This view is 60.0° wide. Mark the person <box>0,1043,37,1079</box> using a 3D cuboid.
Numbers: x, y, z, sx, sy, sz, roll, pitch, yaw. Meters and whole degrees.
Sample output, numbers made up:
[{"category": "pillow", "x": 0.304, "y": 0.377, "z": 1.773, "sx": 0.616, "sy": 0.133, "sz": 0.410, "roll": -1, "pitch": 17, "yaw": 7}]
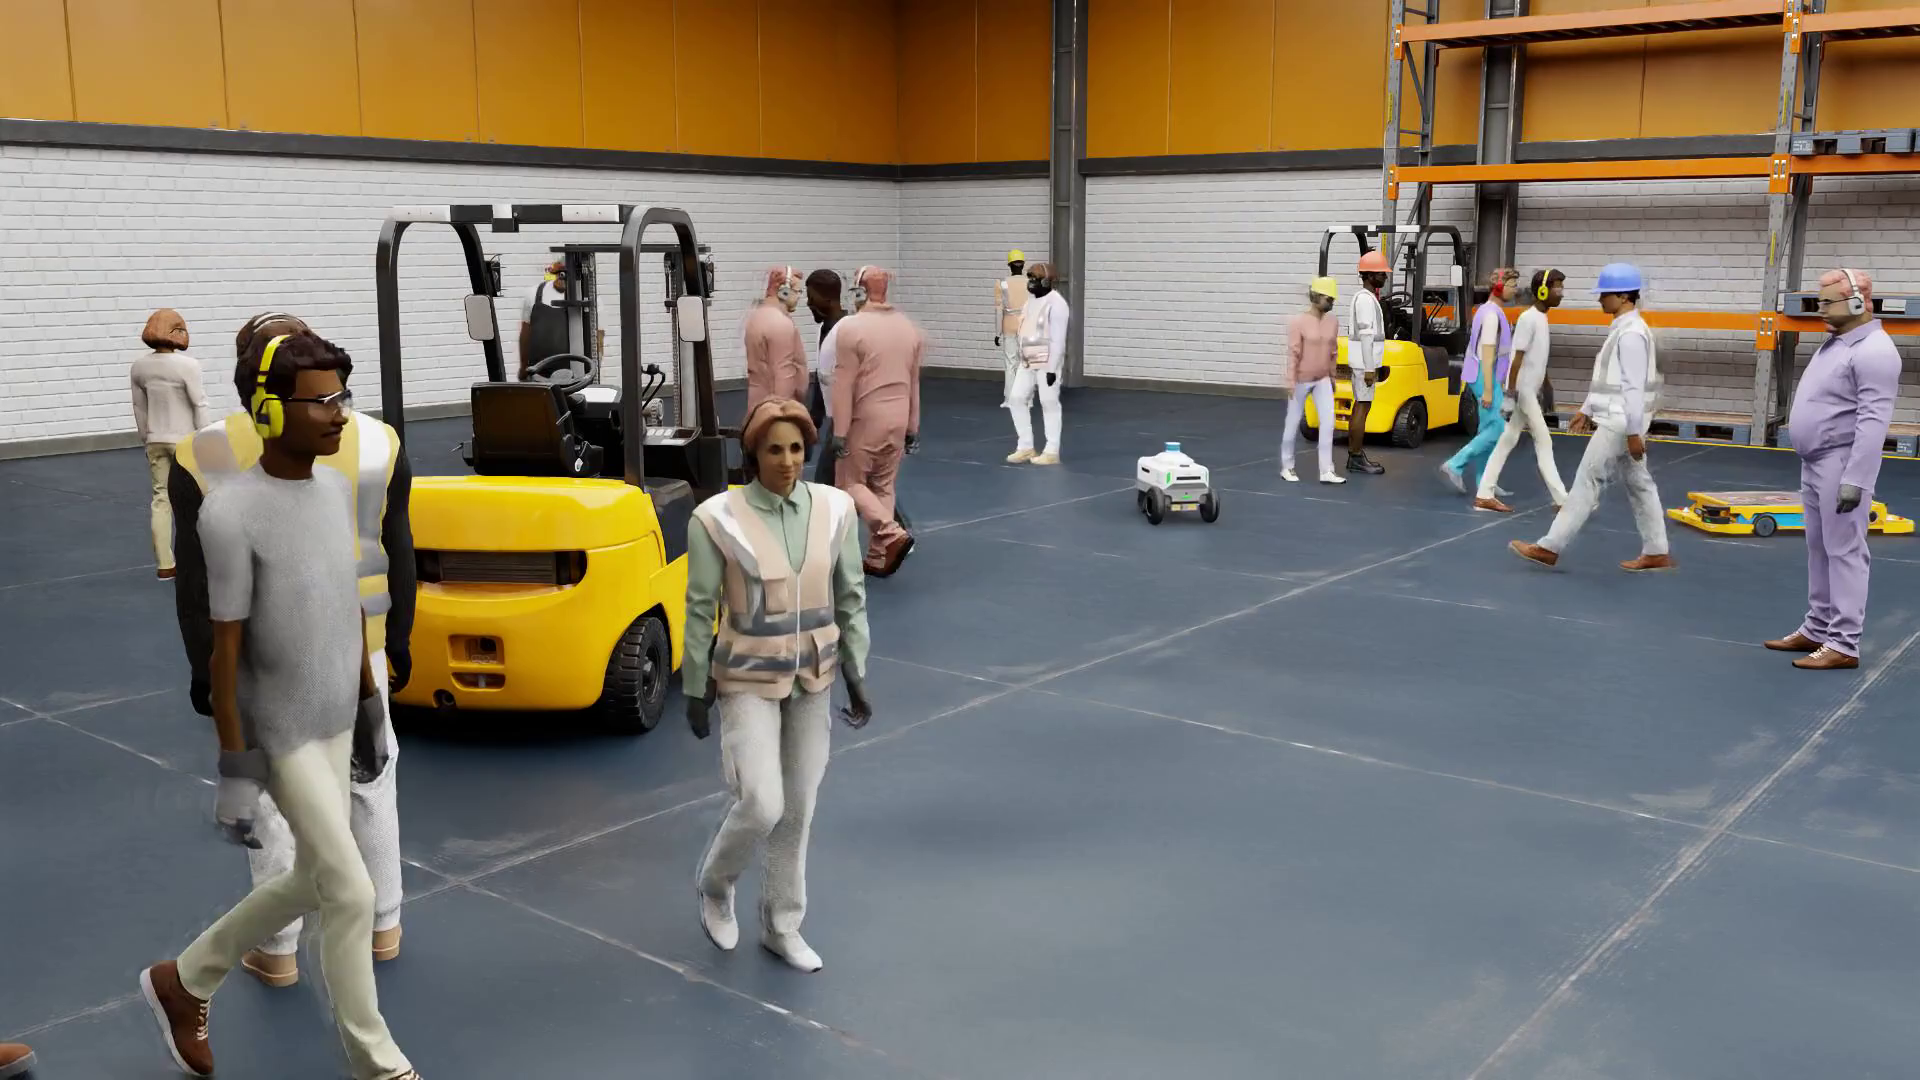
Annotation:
[{"category": "person", "x": -2.629, "y": 0.416, "z": 3.825, "sx": 0.681, "sy": 1.894, "sz": 0.643, "roll": 2, "pitch": 11, "yaw": 13}]

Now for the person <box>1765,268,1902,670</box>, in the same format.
[{"category": "person", "x": 4.163, "y": -0.334, "z": 7.941, "sx": 0.406, "sy": 1.903, "sz": 0.638, "roll": 2, "pitch": 10, "yaw": 9}]

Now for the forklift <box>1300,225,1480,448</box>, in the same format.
[{"category": "forklift", "x": 4.449, "y": -2.115, "z": 16.993, "sx": 1.214, "sy": 2.155, "sz": 2.313, "roll": 8, "pitch": 13, "yaw": 38}]

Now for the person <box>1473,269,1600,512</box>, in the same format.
[{"category": "person", "x": 4.282, "y": -1.068, "z": 12.236, "sx": 0.971, "sy": 1.813, "sz": 0.543, "roll": 5, "pitch": 11, "yaw": 25}]

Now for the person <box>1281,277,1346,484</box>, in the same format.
[{"category": "person", "x": 2.968, "y": -1.310, "z": 13.823, "sx": 0.577, "sy": 1.718, "sz": 0.798, "roll": -4, "pitch": 11, "yaw": -23}]

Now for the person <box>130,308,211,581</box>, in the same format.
[{"category": "person", "x": -4.673, "y": -0.557, "z": 9.917, "sx": 0.499, "sy": 1.633, "sz": 0.289, "roll": 3, "pitch": 11, "yaw": 14}]

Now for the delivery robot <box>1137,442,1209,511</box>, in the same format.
[{"category": "delivery robot", "x": 1.553, "y": -0.471, "z": 12.168, "sx": 0.477, "sy": 0.478, "sz": 0.707, "roll": -2, "pitch": 11, "yaw": -12}]

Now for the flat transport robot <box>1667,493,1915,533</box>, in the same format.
[{"category": "flat transport robot", "x": 5.834, "y": -0.200, "z": 11.713, "sx": 1.431, "sy": 0.197, "sz": 0.652, "roll": 0, "pitch": 10, "yaw": -1}]

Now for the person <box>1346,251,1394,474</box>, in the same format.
[{"category": "person", "x": 3.577, "y": -1.548, "z": 14.565, "sx": 0.361, "sy": 1.938, "sz": 0.545, "roll": 2, "pitch": 10, "yaw": 9}]

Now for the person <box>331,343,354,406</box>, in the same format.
[{"category": "person", "x": -2.307, "y": 0.124, "z": 5.983, "sx": 0.547, "sy": 1.677, "sz": 0.369, "roll": -10, "pitch": 14, "yaw": -44}]

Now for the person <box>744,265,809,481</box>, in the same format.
[{"category": "person", "x": -1.260, "y": -0.838, "z": 10.803, "sx": 0.632, "sy": 1.877, "sz": 0.660, "roll": -3, "pitch": 11, "yaw": -18}]

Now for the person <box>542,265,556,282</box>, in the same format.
[{"category": "person", "x": -3.598, "y": -1.564, "z": 14.970, "sx": 0.403, "sy": 1.826, "sz": 0.590, "roll": 3, "pitch": 11, "yaw": 14}]

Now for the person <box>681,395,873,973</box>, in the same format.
[{"category": "person", "x": -0.506, "y": 0.409, "z": 4.599, "sx": 0.511, "sy": 1.623, "sz": 0.393, "roll": -7, "pitch": 12, "yaw": -35}]

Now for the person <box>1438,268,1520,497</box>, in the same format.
[{"category": "person", "x": 4.141, "y": -1.233, "z": 13.152, "sx": 0.487, "sy": 1.824, "sz": 0.564, "roll": 2, "pitch": 11, "yaw": 13}]

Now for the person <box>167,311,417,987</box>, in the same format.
[{"category": "person", "x": -1.812, "y": 0.301, "z": 4.579, "sx": 0.626, "sy": 1.847, "sz": 0.429, "roll": -7, "pitch": 12, "yaw": -34}]

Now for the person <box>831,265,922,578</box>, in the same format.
[{"category": "person", "x": -0.479, "y": -0.681, "z": 9.880, "sx": 0.548, "sy": 1.886, "sz": 0.667, "roll": 10, "pitch": 14, "yaw": 43}]

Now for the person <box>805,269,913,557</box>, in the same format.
[{"category": "person", "x": -0.711, "y": -0.759, "z": 10.430, "sx": 0.936, "sy": 1.868, "sz": 0.587, "roll": -3, "pitch": 11, "yaw": -14}]

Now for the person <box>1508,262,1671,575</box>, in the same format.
[{"category": "person", "x": 3.926, "y": -0.729, "z": 10.137, "sx": 0.969, "sy": 1.894, "sz": 0.619, "roll": 4, "pitch": 11, "yaw": 22}]

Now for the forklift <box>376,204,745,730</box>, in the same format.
[{"category": "forklift", "x": -1.766, "y": -0.406, "z": 7.525, "sx": 1.214, "sy": 2.155, "sz": 2.313, "roll": 1, "pitch": 10, "yaw": 7}]

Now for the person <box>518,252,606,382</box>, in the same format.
[{"category": "person", "x": -3.370, "y": -1.482, "z": 13.910, "sx": 0.799, "sy": 2.000, "sz": 0.576, "roll": 1, "pitch": 10, "yaw": 7}]

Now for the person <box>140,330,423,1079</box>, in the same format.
[{"category": "person", "x": -1.576, "y": 0.439, "z": 3.847, "sx": 0.828, "sy": 1.847, "sz": 0.526, "roll": 2, "pitch": 10, "yaw": 10}]

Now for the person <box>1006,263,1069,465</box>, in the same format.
[{"category": "person", "x": 0.665, "y": -1.572, "z": 15.000, "sx": 0.604, "sy": 1.823, "sz": 0.662, "roll": -6, "pitch": 12, "yaw": -29}]

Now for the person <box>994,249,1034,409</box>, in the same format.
[{"category": "person", "x": 0.691, "y": -2.542, "z": 20.113, "sx": 0.585, "sy": 1.922, "sz": 0.372, "roll": -2, "pitch": 10, "yaw": -12}]
